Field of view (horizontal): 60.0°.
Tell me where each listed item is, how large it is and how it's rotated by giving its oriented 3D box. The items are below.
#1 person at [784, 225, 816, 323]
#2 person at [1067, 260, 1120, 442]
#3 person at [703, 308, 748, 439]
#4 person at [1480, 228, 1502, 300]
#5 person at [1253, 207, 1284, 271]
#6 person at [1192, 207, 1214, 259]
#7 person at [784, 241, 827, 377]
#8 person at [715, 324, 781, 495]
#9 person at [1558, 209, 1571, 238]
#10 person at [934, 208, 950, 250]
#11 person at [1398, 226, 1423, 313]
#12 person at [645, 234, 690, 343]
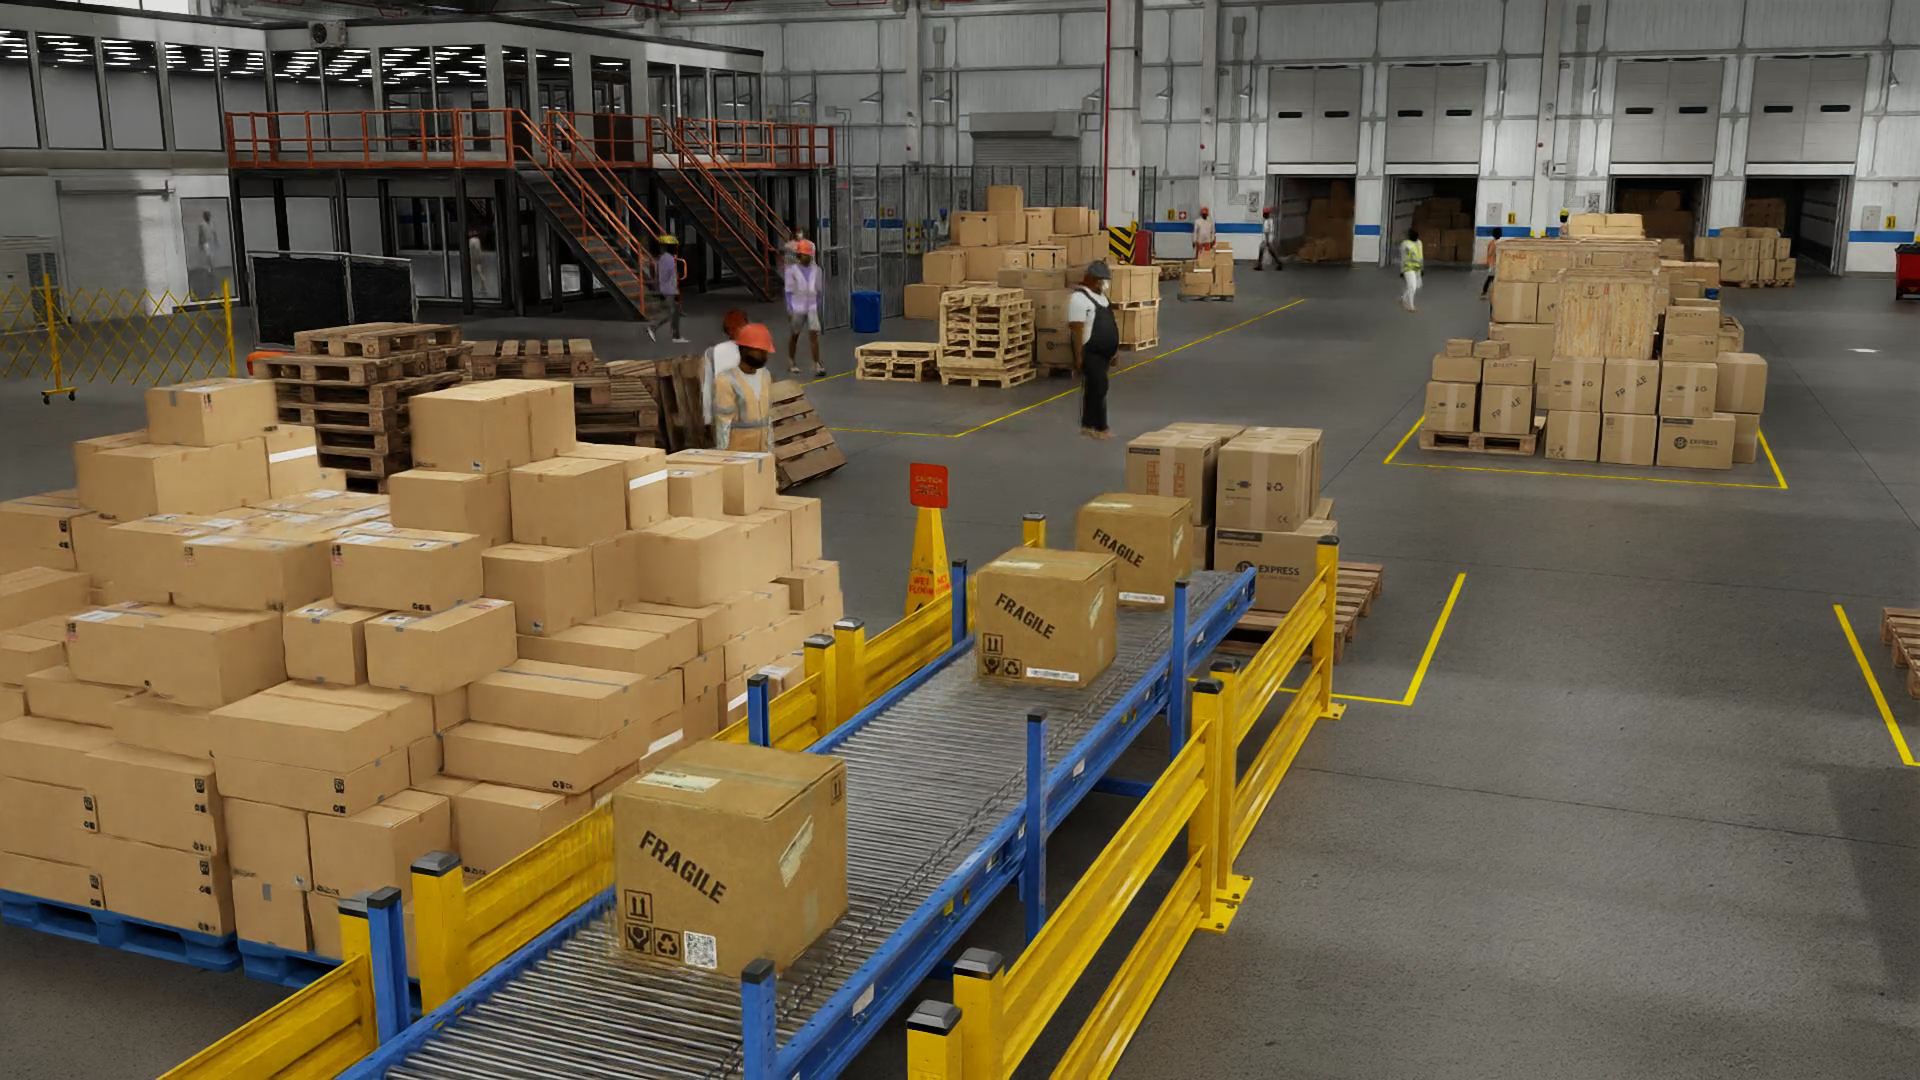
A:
[{"bbox_3d":[-3.168,-5.270,33.004,0.628,1.926,0.425,-1,13,-6],"label":"person"},{"bbox_3d":[1.613,-2.130,18.637,0.730,2.000,0.697,8,15,31],"label":"person"},{"bbox_3d":[-1.947,-1.034,14.154,0.597,1.862,0.880,7,14,27],"label":"person"},{"bbox_3d":[12.514,-6.420,38.716,0.800,1.665,0.546,-1,13,-3],"label":"person"},{"bbox_3d":[9.281,-9.015,49.846,0.881,1.908,0.542,9,15,35],"label":"person"},{"bbox_3d":[7.007,-8.621,47.979,0.642,1.951,1.023,-1,13,-3],"label":"person"},{"bbox_3d":[-2.293,-3.402,24.486,0.629,1.983,1.098,-6,14,-26],"label":"person"},{"bbox_3d":[-1.537,-0.629,12.228,0.713,1.899,0.648,8,15,31],"label":"person"},{"bbox_3d":[16.570,-8.100,45.673,0.377,1.929,0.585,6,14,25],"label":"person"},{"bbox_3d":[-0.453,-8.279,46.431,0.605,1.948,0.404,1,13,4],"label":"person"},{"bbox_3d":[9.591,-5.748,35.363,0.646,1.819,0.487,-10,16,-38],"label":"person"},{"bbox_3d":[-5.120,-4.363,28.964,0.704,1.903,0.597,-4,13,-19],"label":"person"}]
